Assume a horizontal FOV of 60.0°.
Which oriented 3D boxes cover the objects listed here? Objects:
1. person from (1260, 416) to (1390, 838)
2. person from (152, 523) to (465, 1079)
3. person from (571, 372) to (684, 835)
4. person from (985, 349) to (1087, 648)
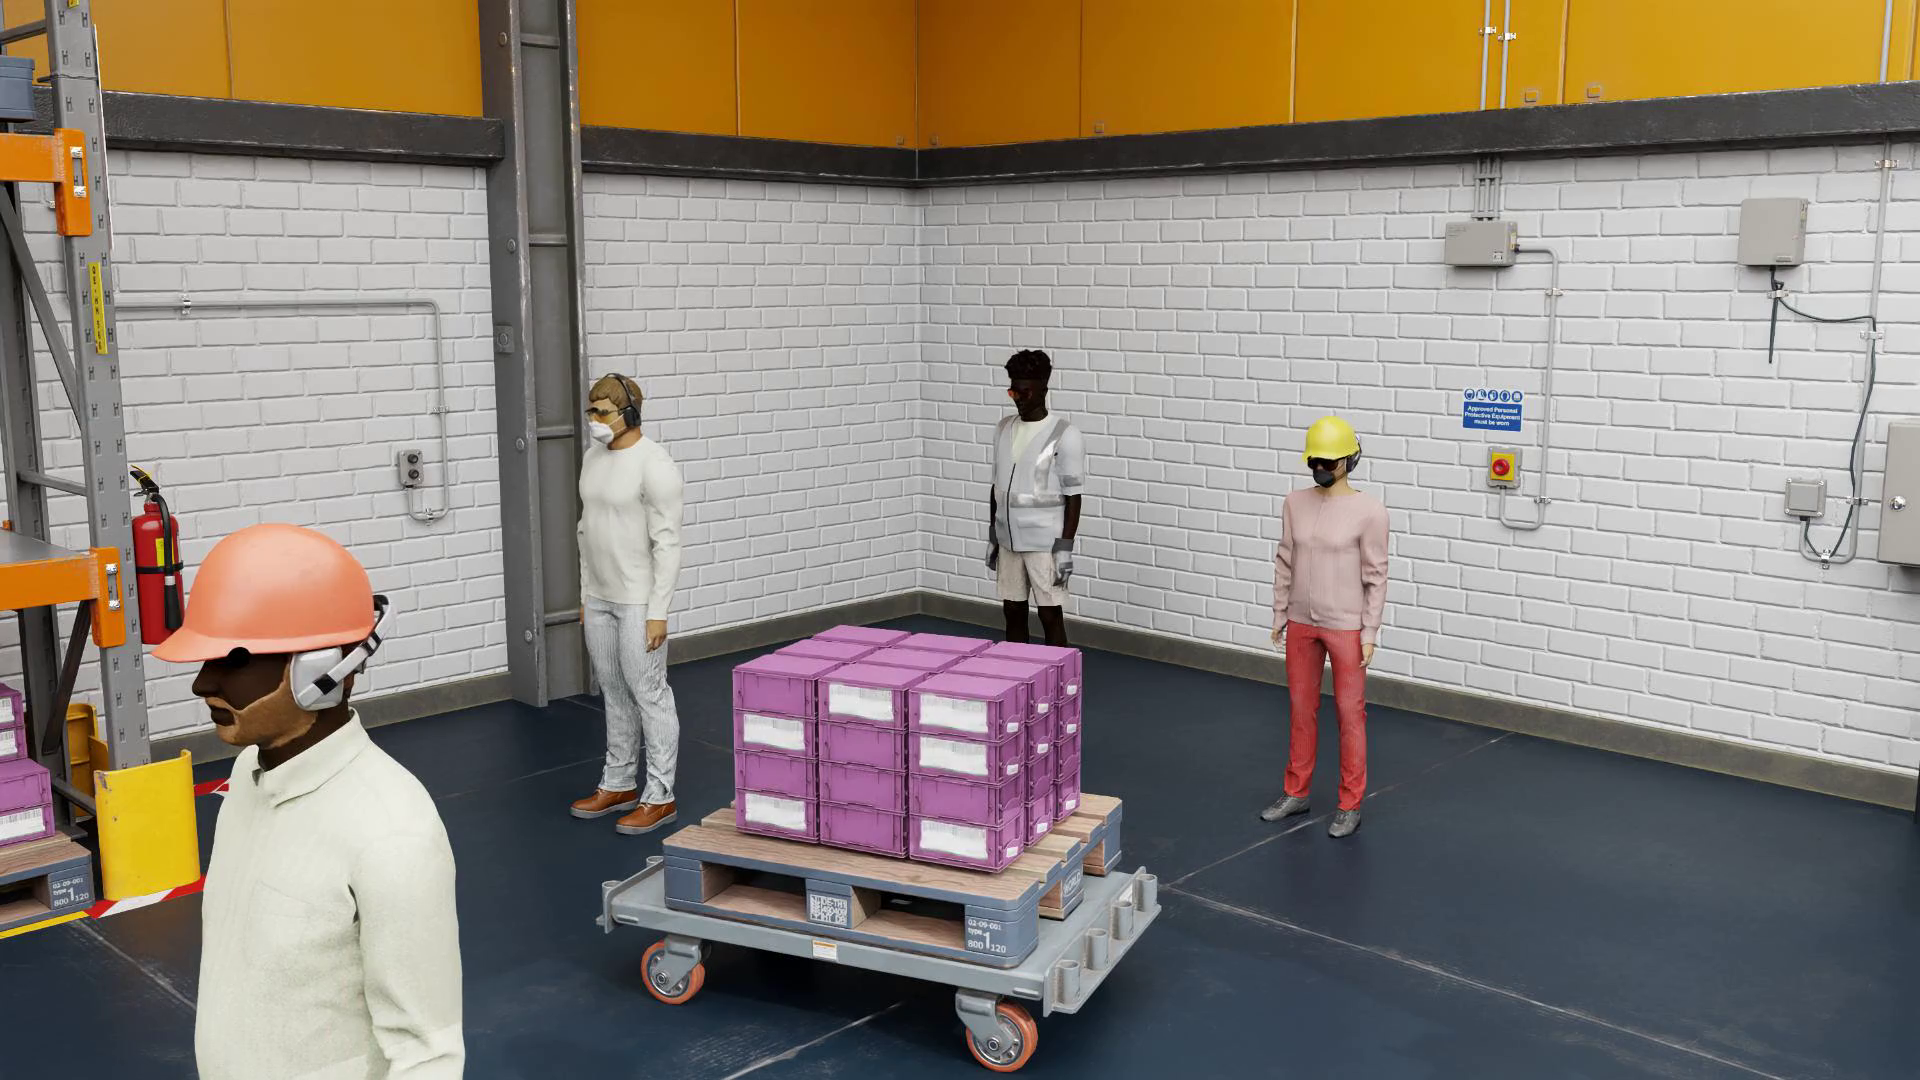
[{"bbox_3d":[1.530,0.358,6.973,0.522,1.765,0.317,9,13,43],"label":"person"},{"bbox_3d":[-0.983,0.958,2.577,0.609,1.995,0.376,9,13,43],"label":"person"},{"bbox_3d":[-1.411,0.262,7.024,0.630,1.938,0.373,9,13,43],"label":"person"},{"bbox_3d":[0.364,-0.003,8.570,0.603,1.963,0.368,9,13,43],"label":"person"}]
